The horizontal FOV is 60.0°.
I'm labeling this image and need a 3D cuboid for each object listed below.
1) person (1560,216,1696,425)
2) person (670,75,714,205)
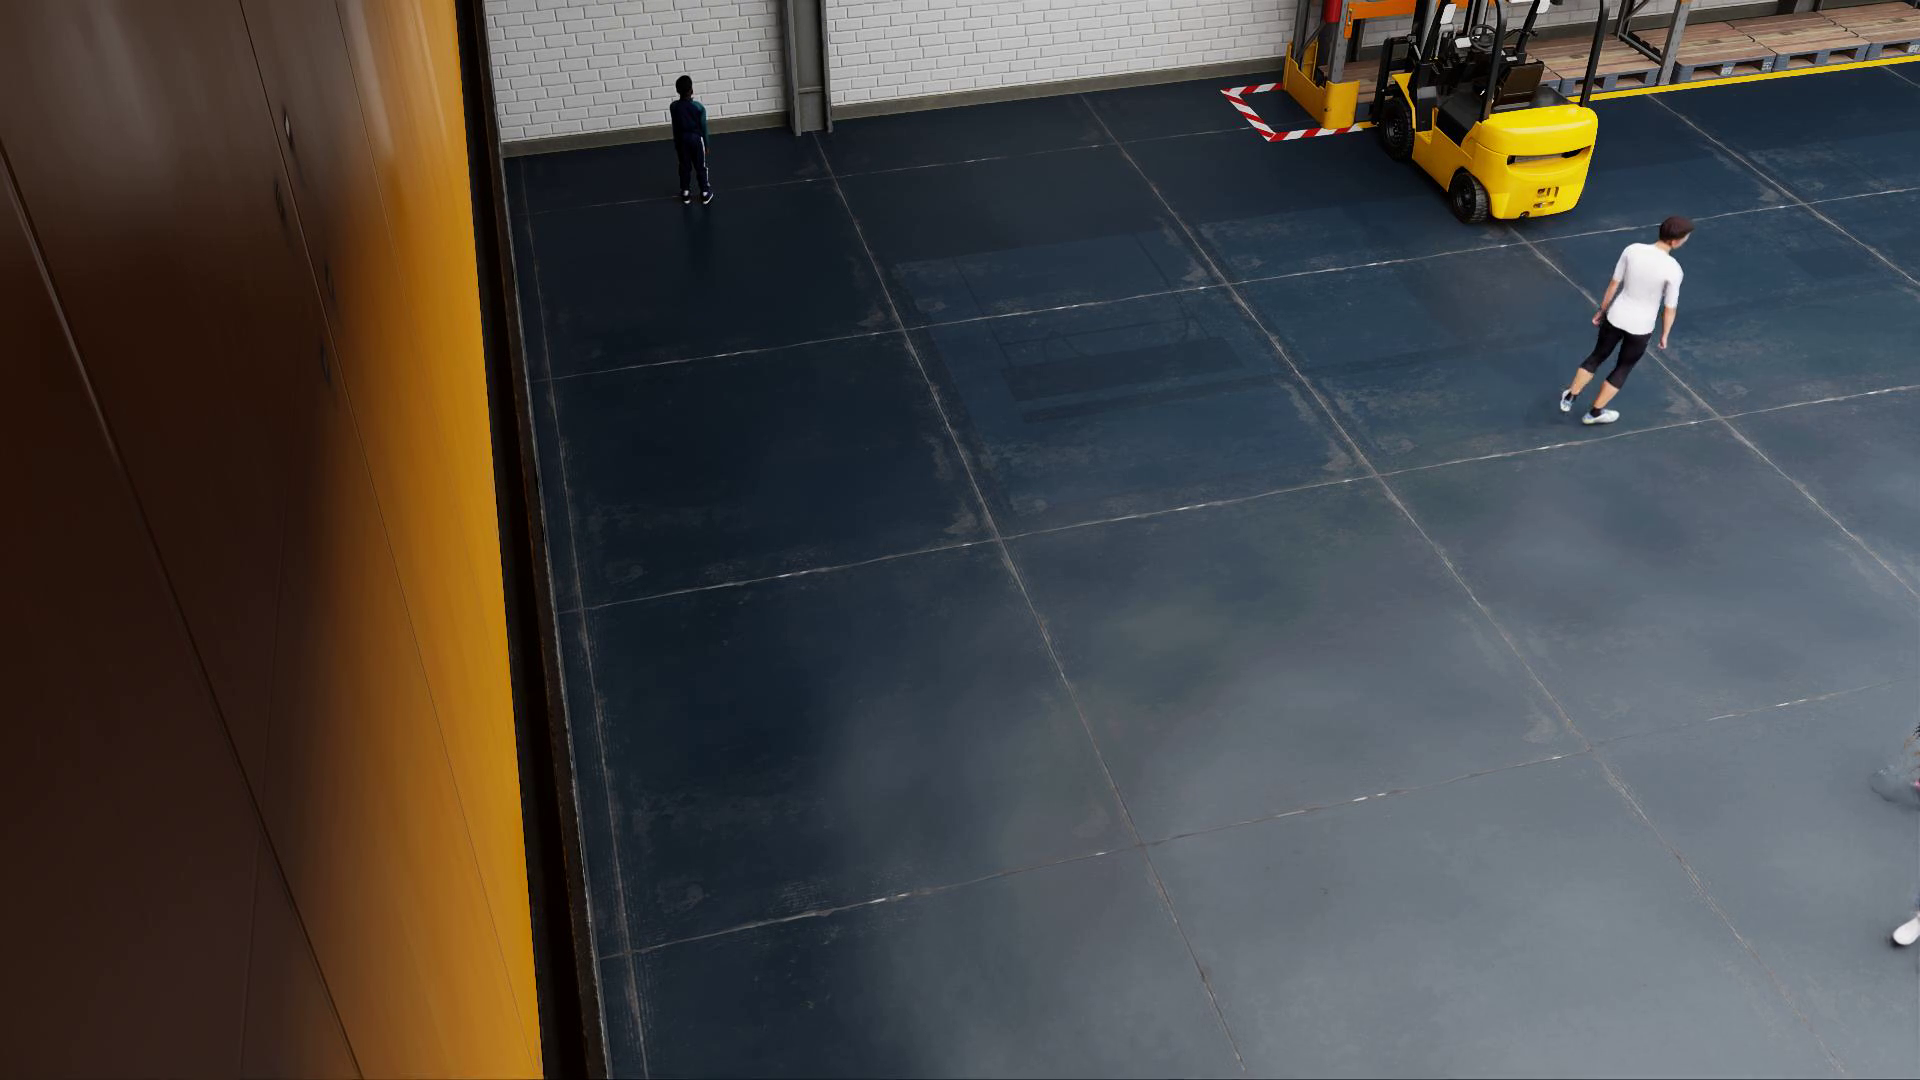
[{"bbox_3d":[5.066,-1.650,12.682,0.891,1.815,0.797,24,45,27],"label":"person"},{"bbox_3d":[-2.571,-3.816,15.842,0.502,1.255,0.615,3,39,4],"label":"person"}]
